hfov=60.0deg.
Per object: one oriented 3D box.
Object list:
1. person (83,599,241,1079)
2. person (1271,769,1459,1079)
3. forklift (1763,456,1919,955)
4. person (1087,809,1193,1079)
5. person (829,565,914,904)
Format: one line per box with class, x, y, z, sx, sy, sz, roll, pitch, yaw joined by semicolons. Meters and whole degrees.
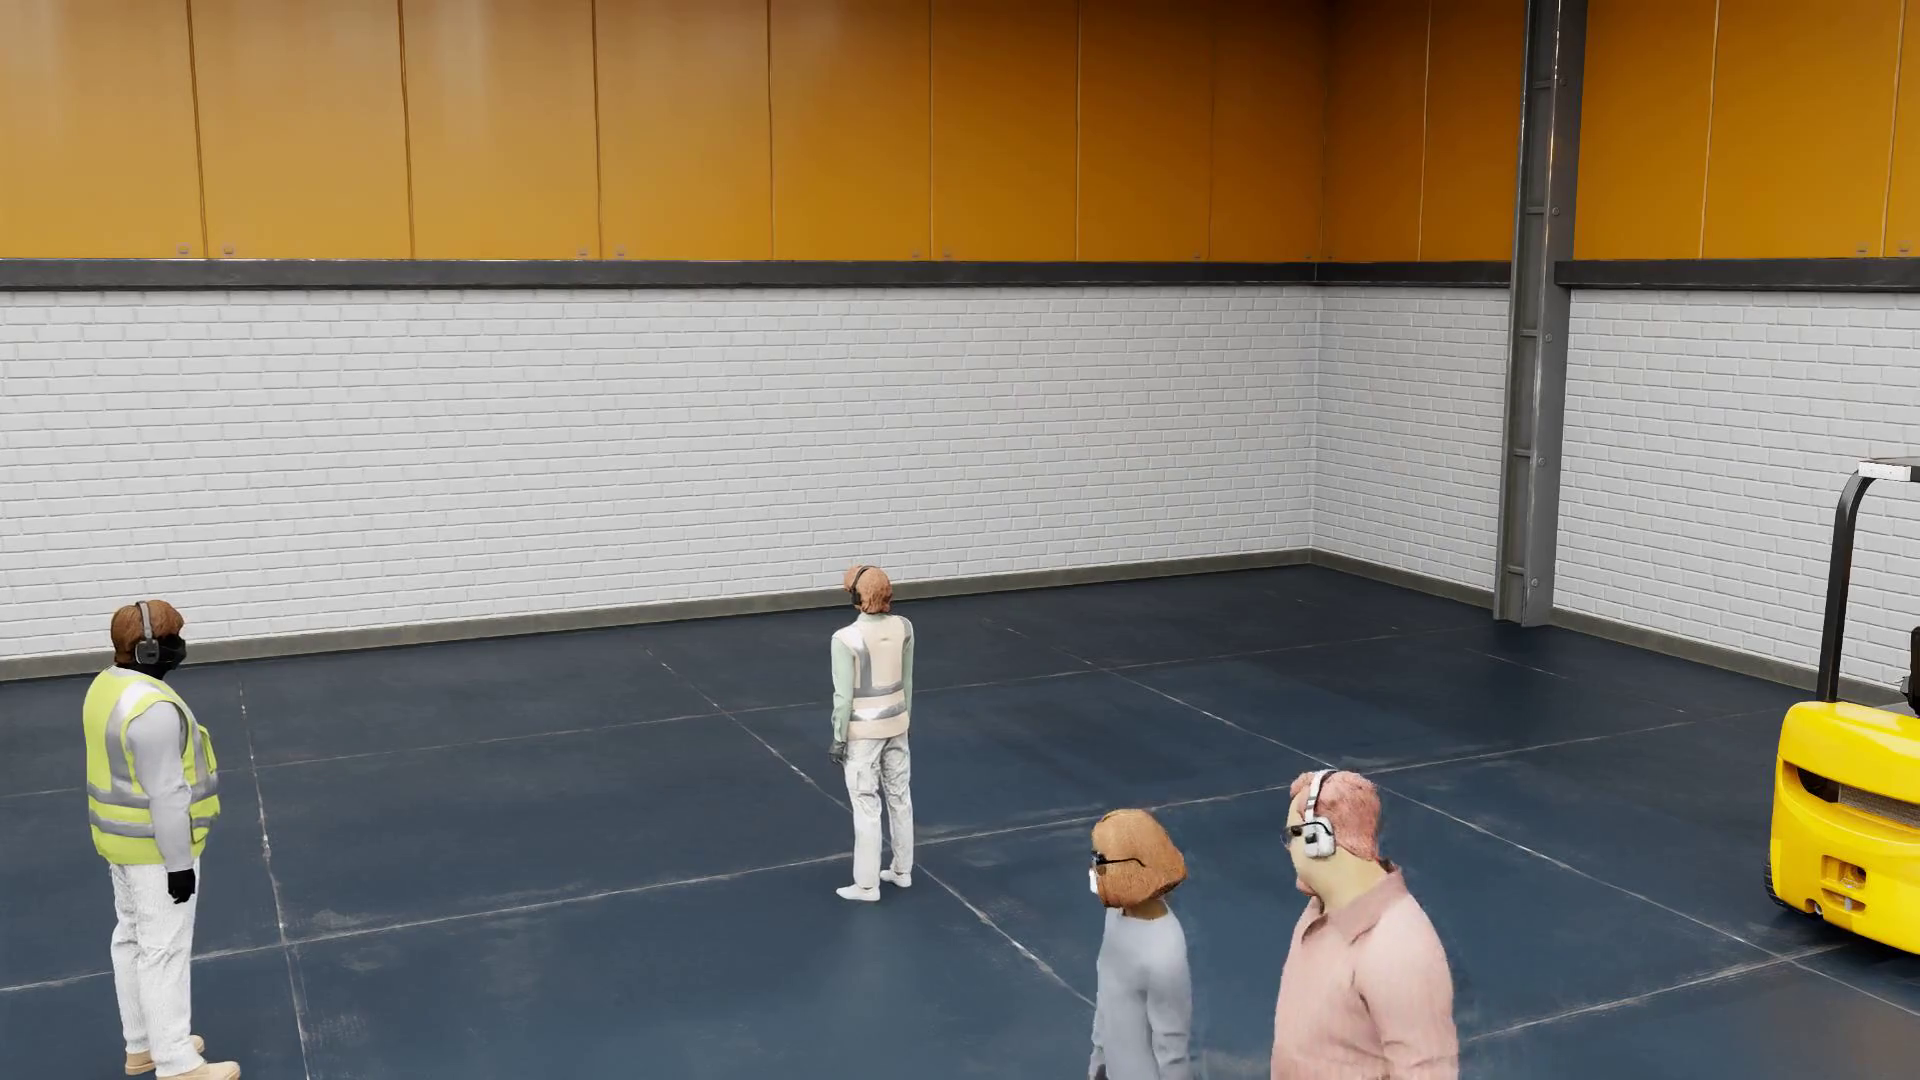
person;-2.977;1.130;6.179;0.430;1.844;0.624;-8;12;-42
person;0.977;1.487;3.910;0.473;1.863;0.777;-1;9;-6
forklift;4.857;0.731;7.561;2.313;2.155;1.214;-4;10;-25
person;0.575;1.513;4.593;0.770;1.608;0.502;-1;9;-6
person;-0.420;0.932;8.026;0.315;1.640;0.515;9;13;43
